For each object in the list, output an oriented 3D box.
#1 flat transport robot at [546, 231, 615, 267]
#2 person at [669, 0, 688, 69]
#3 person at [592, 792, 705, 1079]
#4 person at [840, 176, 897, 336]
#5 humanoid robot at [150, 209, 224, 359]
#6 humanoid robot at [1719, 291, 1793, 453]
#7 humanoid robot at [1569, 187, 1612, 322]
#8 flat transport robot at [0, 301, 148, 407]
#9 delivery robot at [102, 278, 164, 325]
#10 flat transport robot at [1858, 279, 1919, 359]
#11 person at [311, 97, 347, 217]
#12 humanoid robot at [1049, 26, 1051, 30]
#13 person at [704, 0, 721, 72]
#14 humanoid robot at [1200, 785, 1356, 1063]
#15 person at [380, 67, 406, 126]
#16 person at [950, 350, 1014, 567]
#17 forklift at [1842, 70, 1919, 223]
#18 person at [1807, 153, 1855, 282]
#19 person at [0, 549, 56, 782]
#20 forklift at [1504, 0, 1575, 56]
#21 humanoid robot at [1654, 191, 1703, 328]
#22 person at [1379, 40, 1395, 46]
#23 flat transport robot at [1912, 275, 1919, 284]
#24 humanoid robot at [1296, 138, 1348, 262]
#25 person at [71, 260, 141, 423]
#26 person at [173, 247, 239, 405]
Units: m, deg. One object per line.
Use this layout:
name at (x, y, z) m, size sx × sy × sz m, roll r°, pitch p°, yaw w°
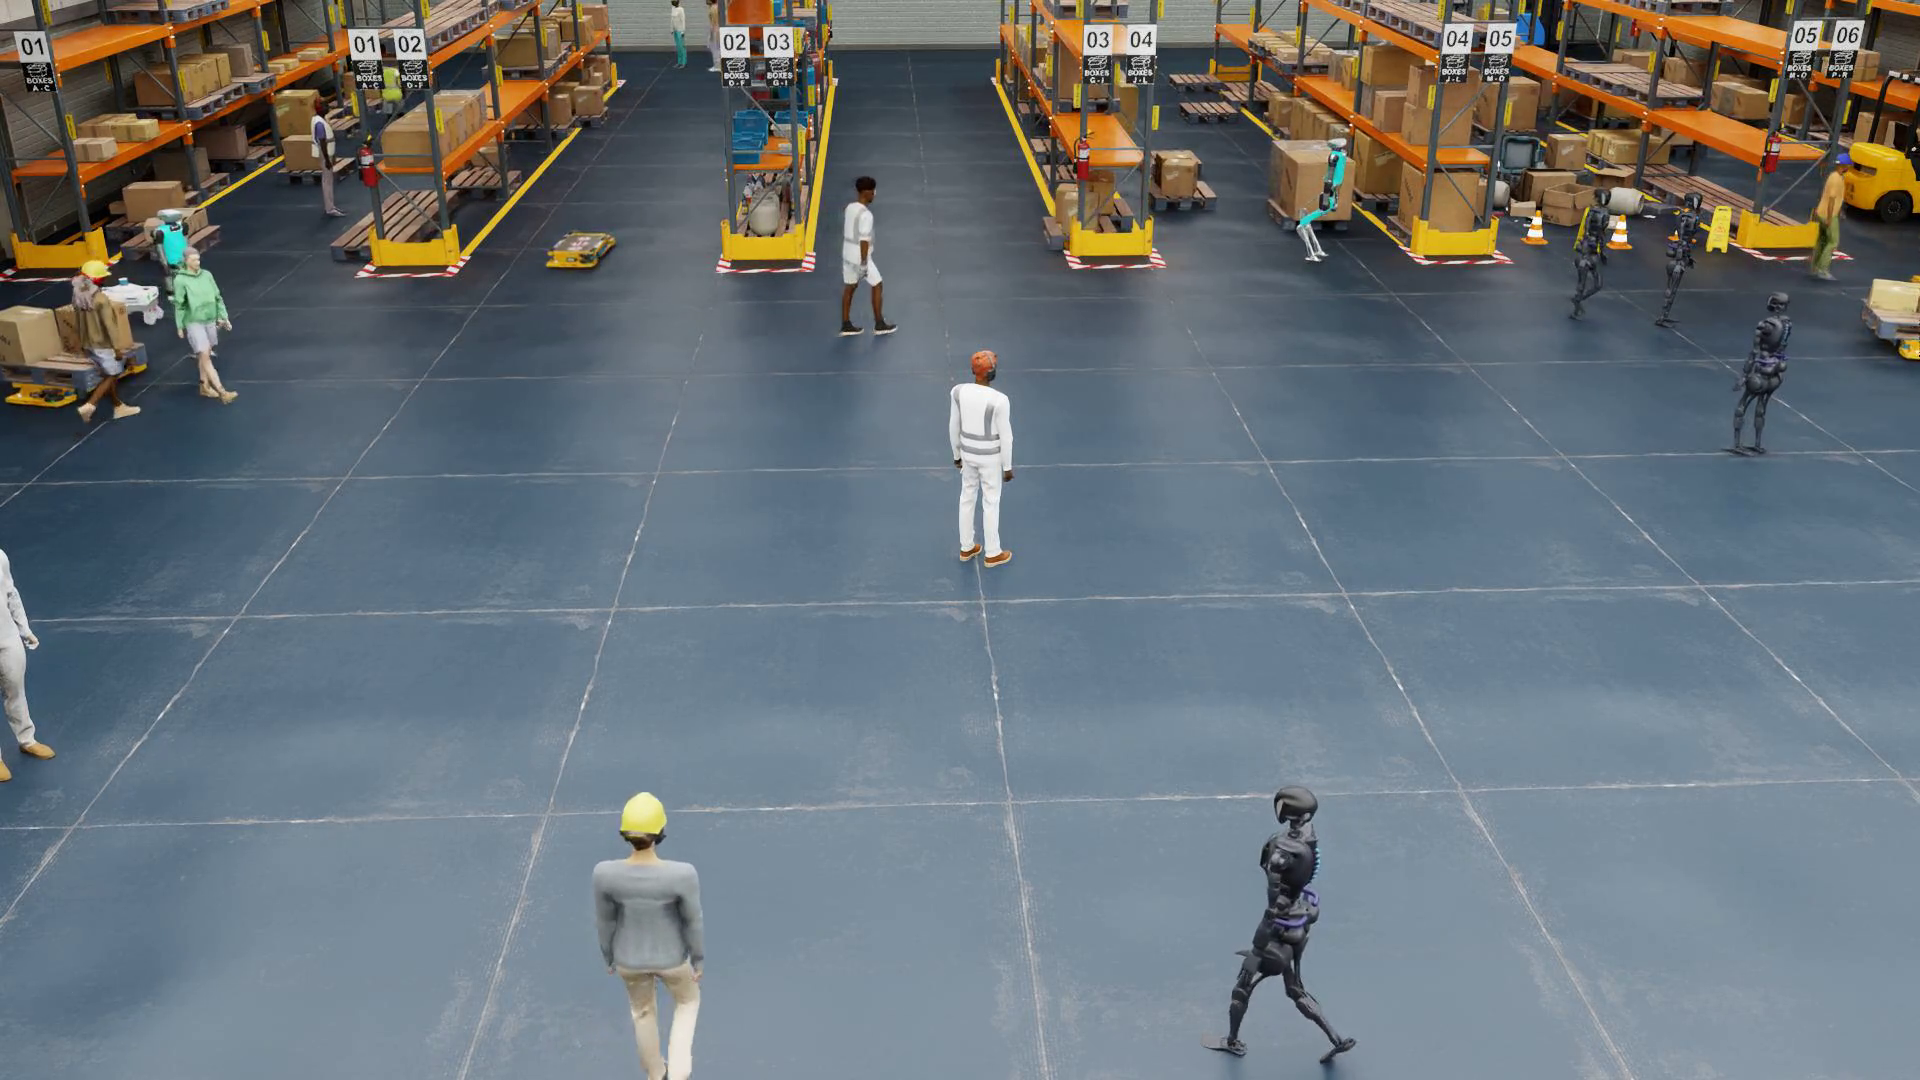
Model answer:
flat transport robot at (-5.425, -4.155, 23.808) m, size 0.659 × 0.231 × 1.431 m, roll 1°, pitch 24°, yaw 1°
person at (-6.872, -12.385, 40.461) m, size 0.329 × 1.765 × 0.532 m, roll -17°, pitch 29°, yaw -33°
person at (-1.499, 2.033, 8.083) m, size 0.526 × 1.755 × 0.472 m, roll 0°, pitch 24°, yaw 0°
person at (-1.127, -3.438, 20.147) m, size 0.808 × 1.929 × 0.627 m, roll -14°, pitch 28°, yaw -28°
humanoid robot at (-8.824, -2.926, 19.204) m, size 0.681 × 1.770 × 0.534 m, roll 6°, pitch 25°, yaw 14°
humanoid robot at (7.944, -1.664, 16.467) m, size 0.584 × 1.650 × 0.360 m, roll -14°, pitch 28°, yaw -29°
humanoid robot at (7.852, -3.585, 20.792) m, size 0.599 × 1.645 × 0.414 m, roll -22°, pitch 32°, yaw -39°
flat transport robot at (-9.829, -1.798, 18.514) m, size 0.659 × 0.231 × 1.431 m, roll 6°, pitch 25°, yaw 13°
delivery robot at (-10.439, -2.971, 20.817) m, size 0.814 × 0.611 × 0.499 m, roll -2°, pitch 24°, yaw -4°
flat transport robot at (11.507, -2.436, 19.946) m, size 0.659 × 0.231 × 1.431 m, roll 6°, pitch 25°, yaw 12°
person at (-9.913, -5.978, 25.971) m, size 0.387 × 1.841 × 0.563 m, roll -8°, pitch 25°, yaw -17°
humanoid robot at (2.349, -12.787, 41.448) m, size 0.549 × 1.802 × 0.900 m, roll -16°, pitch 29°, yaw -32°
person at (-5.949, -12.173, 39.887) m, size 0.452 × 1.842 × 0.542 m, roll -2°, pitch 24°, yaw -5°
humanoid robot at (1.650, 1.965, 8.386) m, size 0.768 × 1.632 × 0.612 m, roll 13°, pitch 27°, yaw 27°
person at (-10.801, -8.394, 31.615) m, size 0.545 × 1.657 × 0.713 m, roll 1°, pitch 24°, yaw 3°
person at (0.190, -0.686, 14.028) m, size 0.583 × 1.882 × 0.341 m, roll 15°, pitch 28°, yaw 31°
forklift at (15.132, -6.143, 25.915) m, size 2.313 × 2.155 × 1.214 m, roll -1°, pitch 24°, yaw -2°
person at (11.836, -4.361, 22.506) m, size 0.461 × 1.701 × 0.507 m, roll 8°, pitch 25°, yaw 17°
person at (-6.415, 0.662, 10.987) m, size 0.370 × 1.896 × 0.571 m, roll 14°, pitch 27°, yaw 28°
forklift at (14.700, -13.805, 42.301) m, size 1.873 × 2.768 × 1.129 m, roll -1°, pitch 24°, yaw -2°
humanoid robot at (8.910, -3.481, 20.545) m, size 0.315 × 1.657 × 0.599 m, roll 17°, pitch 29°, yaw 34°
person at (10.858, -13.017, 41.878) m, size 0.782 × 1.772 × 0.601 m, roll -3°, pitch 24°, yaw -7°
flat transport robot at (13.561, -3.408, 22.131) m, size 1.431 × 0.231 × 0.659 m, roll 4°, pitch 24°, yaw 9°
humanoid robot at (5.013, -4.788, 23.313) m, size 0.714 × 1.712 × 0.530 m, roll 13°, pitch 27°, yaw 27°
person at (-8.959, -2.020, 17.216) m, size 0.593 × 1.729 × 0.681 m, roll 13°, pitch 27°, yaw 28°
person at (-8.062, -2.287, 17.847) m, size 0.889 × 1.701 × 0.487 m, roll 14°, pitch 28°, yaw 29°
